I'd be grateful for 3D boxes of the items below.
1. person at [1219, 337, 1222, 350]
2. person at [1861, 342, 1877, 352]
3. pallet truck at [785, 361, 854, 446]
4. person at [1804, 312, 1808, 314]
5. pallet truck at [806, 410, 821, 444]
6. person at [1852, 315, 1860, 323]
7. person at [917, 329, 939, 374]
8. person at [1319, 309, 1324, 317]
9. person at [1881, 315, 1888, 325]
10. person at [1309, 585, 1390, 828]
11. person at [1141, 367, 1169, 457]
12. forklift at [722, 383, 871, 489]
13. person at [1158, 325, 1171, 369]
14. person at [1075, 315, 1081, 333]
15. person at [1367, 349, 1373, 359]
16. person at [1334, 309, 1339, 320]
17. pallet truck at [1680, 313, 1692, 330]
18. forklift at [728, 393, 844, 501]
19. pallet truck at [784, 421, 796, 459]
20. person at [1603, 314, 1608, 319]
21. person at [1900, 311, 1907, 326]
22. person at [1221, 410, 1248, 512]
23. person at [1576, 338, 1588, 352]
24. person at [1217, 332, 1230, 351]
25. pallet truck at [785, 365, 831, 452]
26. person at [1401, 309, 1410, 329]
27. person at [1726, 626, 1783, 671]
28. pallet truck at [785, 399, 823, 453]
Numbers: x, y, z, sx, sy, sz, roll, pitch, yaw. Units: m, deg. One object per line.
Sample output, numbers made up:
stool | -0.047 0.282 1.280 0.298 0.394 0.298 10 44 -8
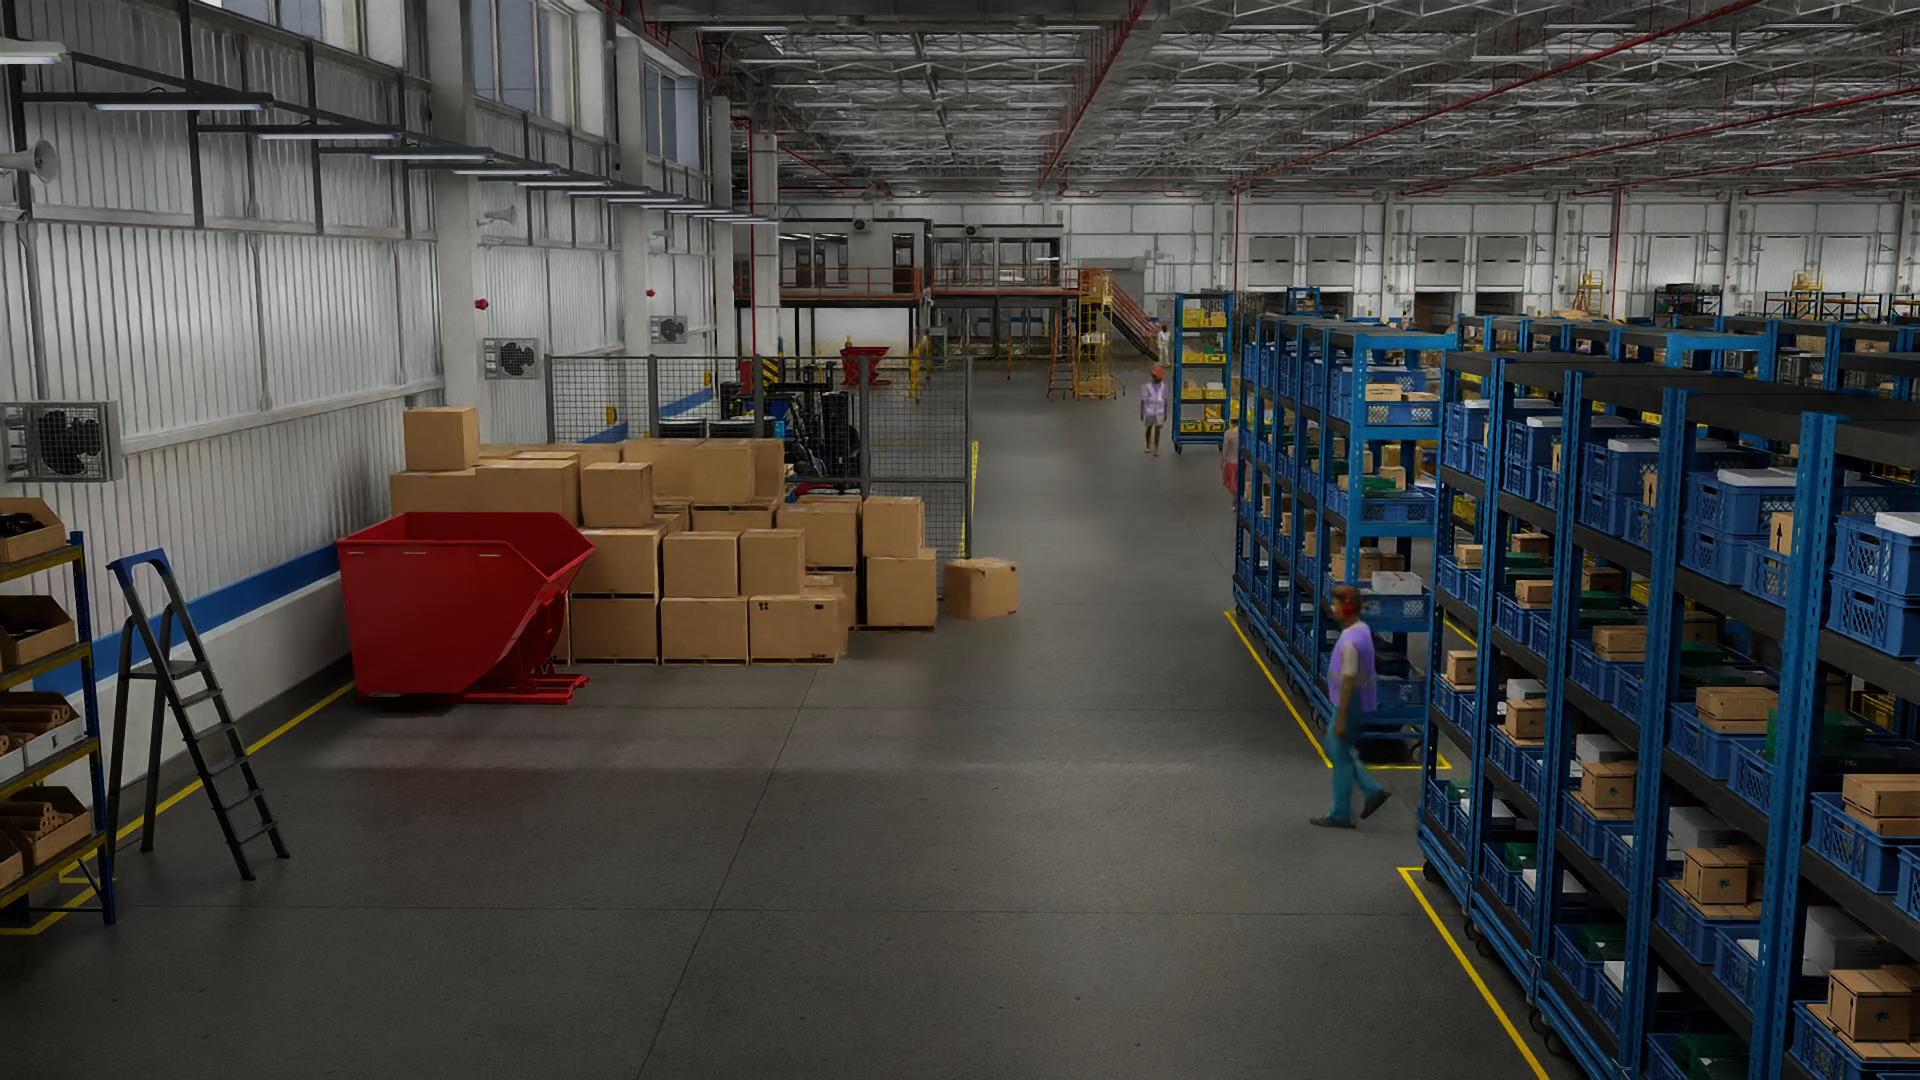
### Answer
person | 12.341 -9.466 77.919 0.379 1.915 0.597 7 11 36
person | 31.546 -6.063 57.809 0.340 1.628 0.550 -9 13 -43
pallet truck | -3.410 -3.193 38.978 1.885 1.965 0.823 0 9 -1
person | 44.745 -11.121 88.065 0.372 1.940 0.632 7 12 38
pallet truck | -3.559 -2.018 33.905 1.522 1.261 0.704 0 9 -1
person | 44.419 -10.227 82.666 0.793 1.896 0.619 1 9 5
person | -1.354 -7.435 65.792 0.979 1.796 0.527 -1 9 -5
person | 20.277 -12.053 93.808 0.593 1.934 0.622 0 9 -3
person | 47.370 -10.548 84.906 0.663 1.810 0.823 -7 12 -37
person | 2.863 1.231 12.182 0.472 1.831 0.589 3 10 16
person | 4.327 -2.883 37.085 0.622 1.998 0.999 0 9 0
forklift | -2.893 -1.687 28.729 2.680 1.987 1.157 0 9 -1
person | 8.570 -8.085 69.663 0.596 1.826 0.990 -3 10 -16
person | 6.906 -12.365 95.845 0.584 1.911 0.391 -5 11 -30
person | 12.949 -5.236 52.147 0.403 1.819 0.595 -2 9 -11
person | 22.152 -12.696 98.004 0.312 1.864 0.532 1 9 7
pallet truck | 36.315 -10.531 84.244 0.823 1.965 1.885 -6 11 -33
forklift | -2.979 -1.316 26.476 2.680 1.987 1.157 0 9 1
pallet truck | -4.013 -1.793 32.705 1.601 1.201 0.680 0 9 1
person | 31.318 -9.993 80.789 0.684 2.000 0.894 8 12 41
person | 51.155 -11.446 90.131 0.483 1.923 0.543 -1 9 -7
person | 4.699 -1.320 28.182 0.536 1.748 0.488 -4 10 -25
person | 20.931 -5.962 56.295 0.553 1.920 0.432 8 12 42
person | 12.058 -9.073 75.783 0.601 1.823 1.015 -3 10 -20
pallet truck | -3.774 -2.976 37.635 1.885 1.965 0.823 1 9 5
person | 25.212 -12.116 94.269 0.586 1.918 0.395 -6 11 -31
person | 7.063 0.771 14.618 0.631 1.970 0.838 -1 9 -3
pallet truck | -3.814 -2.432 36.419 1.630 1.274 0.653 0 9 1
